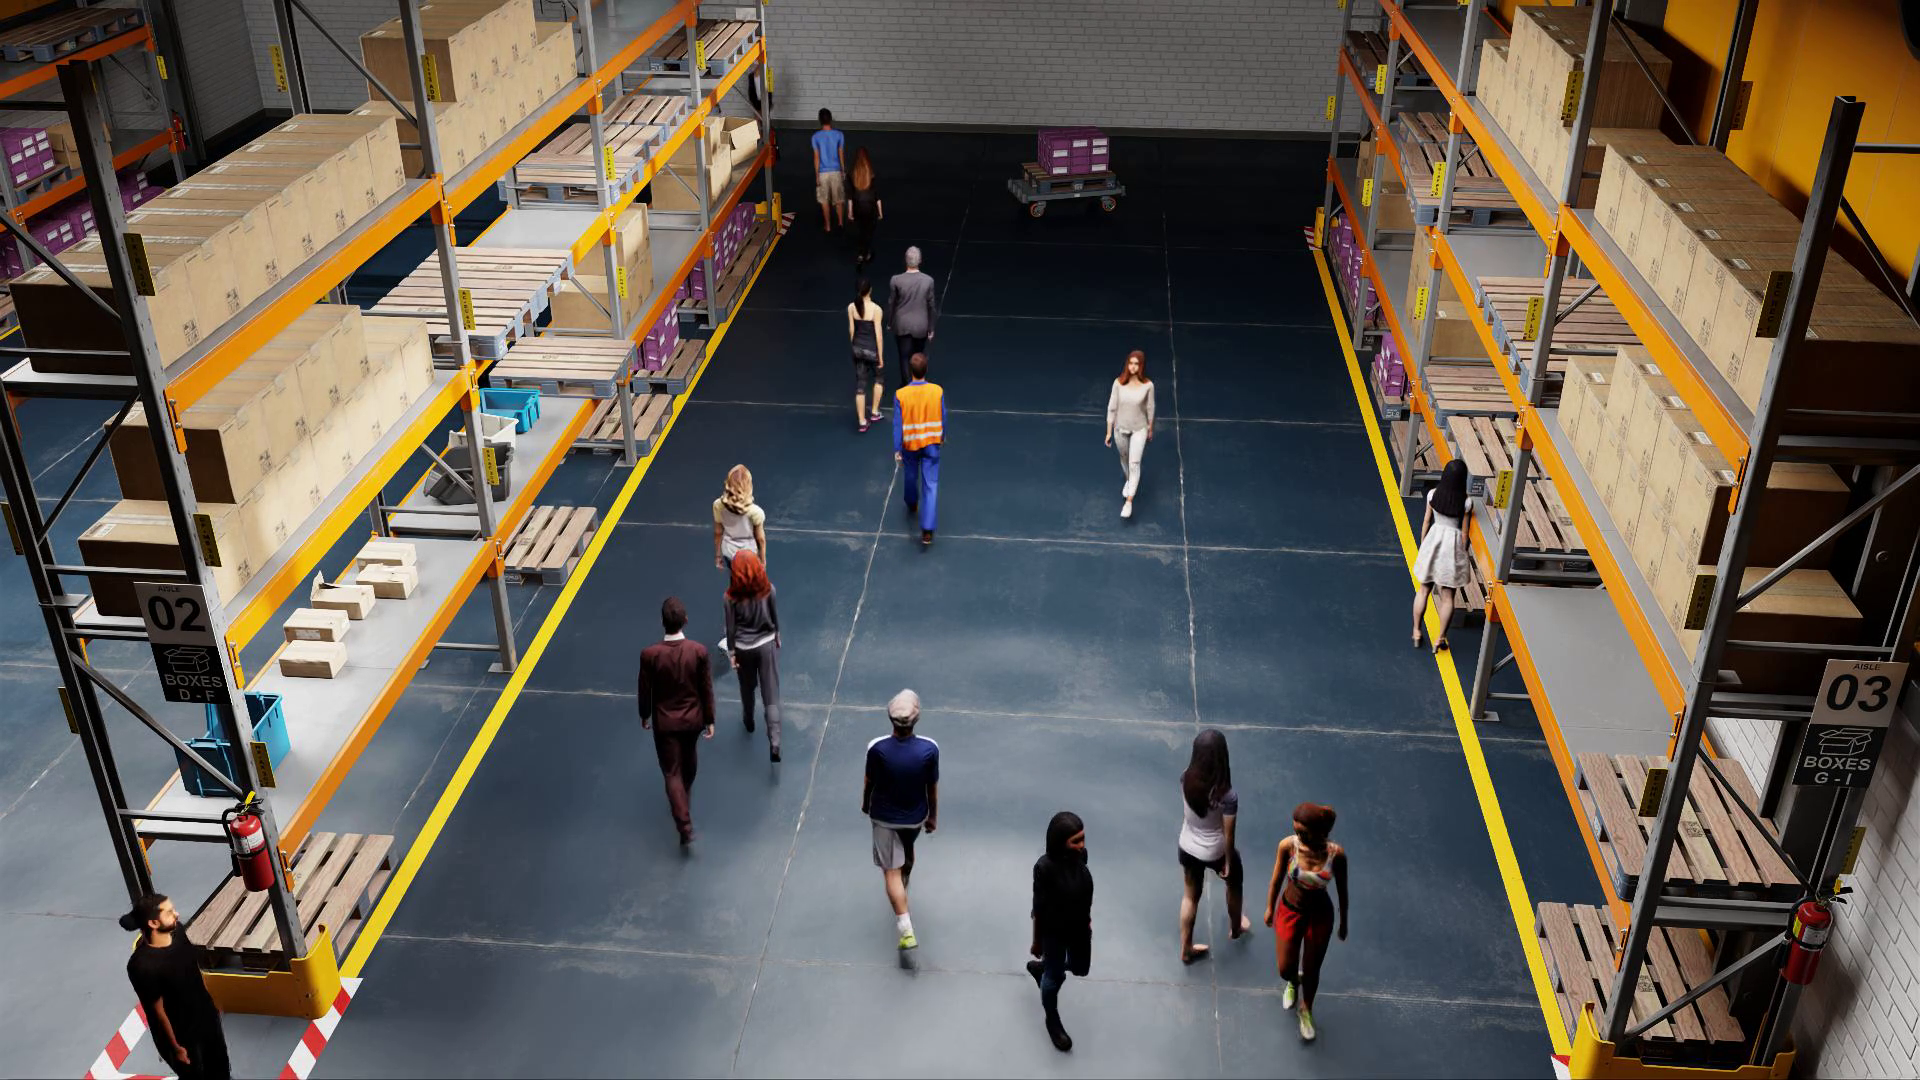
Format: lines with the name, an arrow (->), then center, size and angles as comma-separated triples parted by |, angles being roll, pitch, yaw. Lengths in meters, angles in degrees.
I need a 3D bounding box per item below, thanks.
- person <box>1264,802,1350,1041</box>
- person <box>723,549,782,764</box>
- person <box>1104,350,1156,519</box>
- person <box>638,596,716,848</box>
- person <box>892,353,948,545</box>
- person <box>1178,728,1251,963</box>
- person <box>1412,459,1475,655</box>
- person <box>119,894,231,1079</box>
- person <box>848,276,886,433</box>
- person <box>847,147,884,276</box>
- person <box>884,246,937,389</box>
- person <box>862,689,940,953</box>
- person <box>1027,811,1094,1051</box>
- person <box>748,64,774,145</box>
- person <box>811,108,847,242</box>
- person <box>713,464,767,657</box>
person -> 2.107, 2.269, 10.219 | 0.702, 1.772, 0.704 | 4, 29, 7
person -> -1.550, 0.900, 12.752 | 0.826, 1.750, 1.178 | -7, 29, -12
person -> 1.707, -1.122, 16.544 | 0.739, 1.668, 1.109 | 8, 30, 15
person -> -2.003, 1.314, 11.893 | 1.001, 1.845, 1.295 | -9, 30, -17
person -> -0.352, -0.843, 15.882 | 0.885, 1.812, 1.303 | -4, 29, -7
person -> 1.536, 2.020, 10.770 | 0.859, 1.680, 0.955 | 23, 36, 36
person -> 4.109, 0.133, 14.138 | 0.774, 1.769, 0.795 | 18, 33, 29
person -> -4.389, 2.722, 9.410 | 0.695, 1.751, 0.519 | 6, 29, 10
person -> -1.056, -1.986, 18.083 | 0.695, 1.711, 0.809 | 9, 30, 16
person -> -1.321, -4.466, 22.653 | 0.771, 1.688, 1.147 | 8, 30, 14
person -> -0.548, -2.358, 18.675 | 0.931, 1.796, 1.273 | -5, 29, -9
person -> -0.380, 1.866, 10.930 | 0.917, 1.799, 1.259 | -8, 30, -14
person -> 0.575, 2.324, 10.204 | 0.808, 1.688, 0.885 | -17, 33, -28
person -> -3.402, -7.496, 28.355 | 0.666, 1.548, 0.719 | -5, 29, -10
person -> -1.860, -5.221, 23.885 | 0.882, 1.833, 1.230 | -6, 29, -11
person -> -1.888, 0.212, 14.065 | 0.830, 1.699, 1.144 | 10, 30, 18
